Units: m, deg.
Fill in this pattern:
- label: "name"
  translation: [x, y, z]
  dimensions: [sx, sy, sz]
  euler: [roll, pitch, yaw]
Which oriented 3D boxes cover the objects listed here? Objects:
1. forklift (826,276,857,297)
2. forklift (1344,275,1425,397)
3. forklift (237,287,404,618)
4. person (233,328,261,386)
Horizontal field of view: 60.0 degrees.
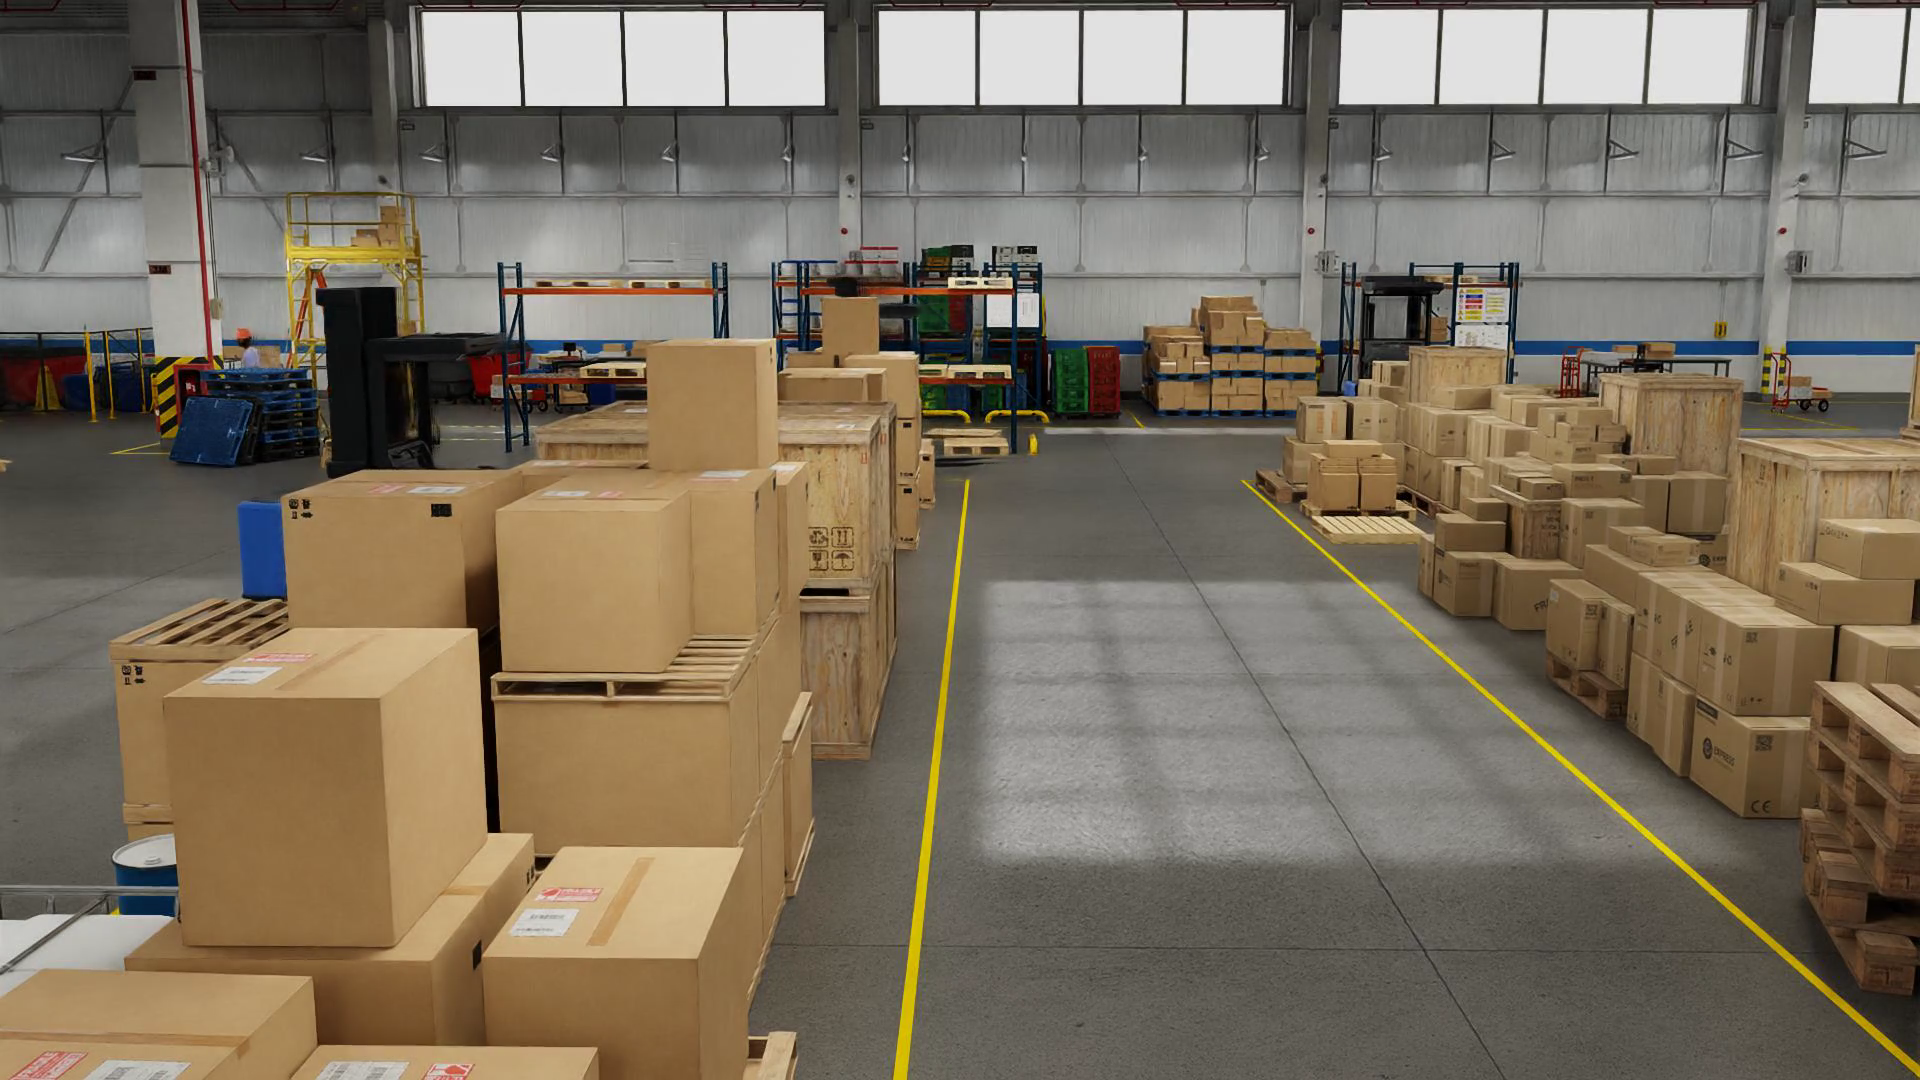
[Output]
- label: "forklift"
  translation: [-1.664, -2.411, 24.077]
  dimensions: [1.873, 2.768, 1.129]
  euler: [-1, 10, -6]
- label: "forklift"
  translation: [6.827, -2.810, 26.466]
  dimensions: [1.129, 2.768, 1.873]
  euler: [0, 9, 1]
- label: "forklift"
  translation: [-4.964, -0.712, 13.900]
  dimensions: [1.873, 2.768, 1.129]
  euler: [0, 9, 1]
- label: "person"
  translation: [-12.184, -2.674, 28.536]
  dimensions: [0.430, 1.922, 0.564]
  euler: [-2, 10, -14]
